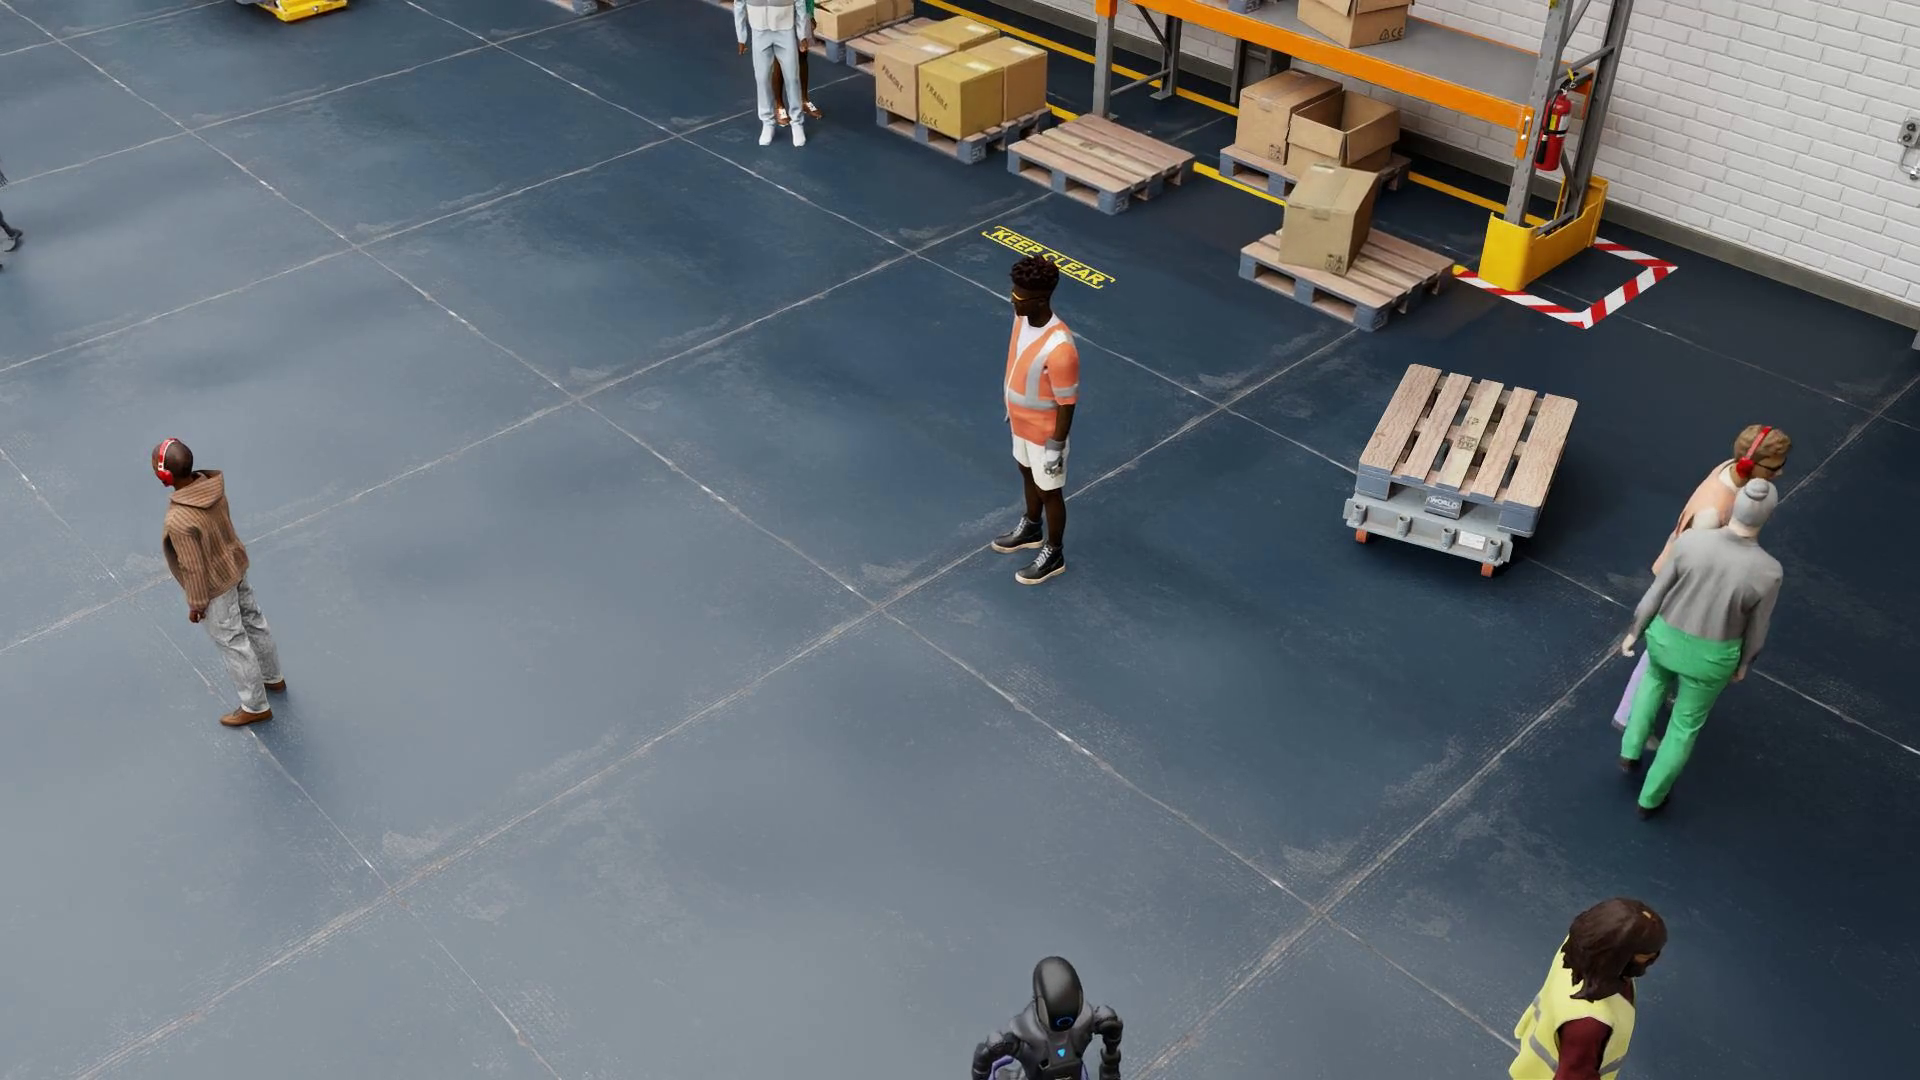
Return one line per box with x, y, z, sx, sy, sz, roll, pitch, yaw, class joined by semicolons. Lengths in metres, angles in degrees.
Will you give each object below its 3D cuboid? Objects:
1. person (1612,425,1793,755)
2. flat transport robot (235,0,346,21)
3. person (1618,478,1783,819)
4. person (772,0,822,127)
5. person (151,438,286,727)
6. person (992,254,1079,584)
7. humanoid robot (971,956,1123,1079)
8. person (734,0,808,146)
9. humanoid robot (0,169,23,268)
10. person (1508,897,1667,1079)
3.528;0.209;7.967;0.395;1.831;0.567;27;45;31;person
-6.940;-5.626;16.981;1.431;0.231;0.659;31;47;34;flat transport robot
3.354;0.476;7.617;0.561;1.815;0.518;26;44;30;person
-1.454;-4.482;14.157;0.494;1.850;0.396;-21;42;-26;person
-3.612;0.204;8.114;0.338;1.651;0.454;1;37;2;person
0.416;-0.646;8.981;0.367;1.964;0.608;-13;39;-16;person
0.281;1.976;5.751;0.603;1.638;0.439;-11;38;-14;humanoid robot
-1.556;-4.212;13.754;0.596;1.907;0.400;-1;37;-2;person
-7.225;-2.764;12.046;0.606;1.625;0.708;6;37;8;humanoid robot
2.106;1.873;5.805;0.378;1.775;0.468;12;39;15;person
